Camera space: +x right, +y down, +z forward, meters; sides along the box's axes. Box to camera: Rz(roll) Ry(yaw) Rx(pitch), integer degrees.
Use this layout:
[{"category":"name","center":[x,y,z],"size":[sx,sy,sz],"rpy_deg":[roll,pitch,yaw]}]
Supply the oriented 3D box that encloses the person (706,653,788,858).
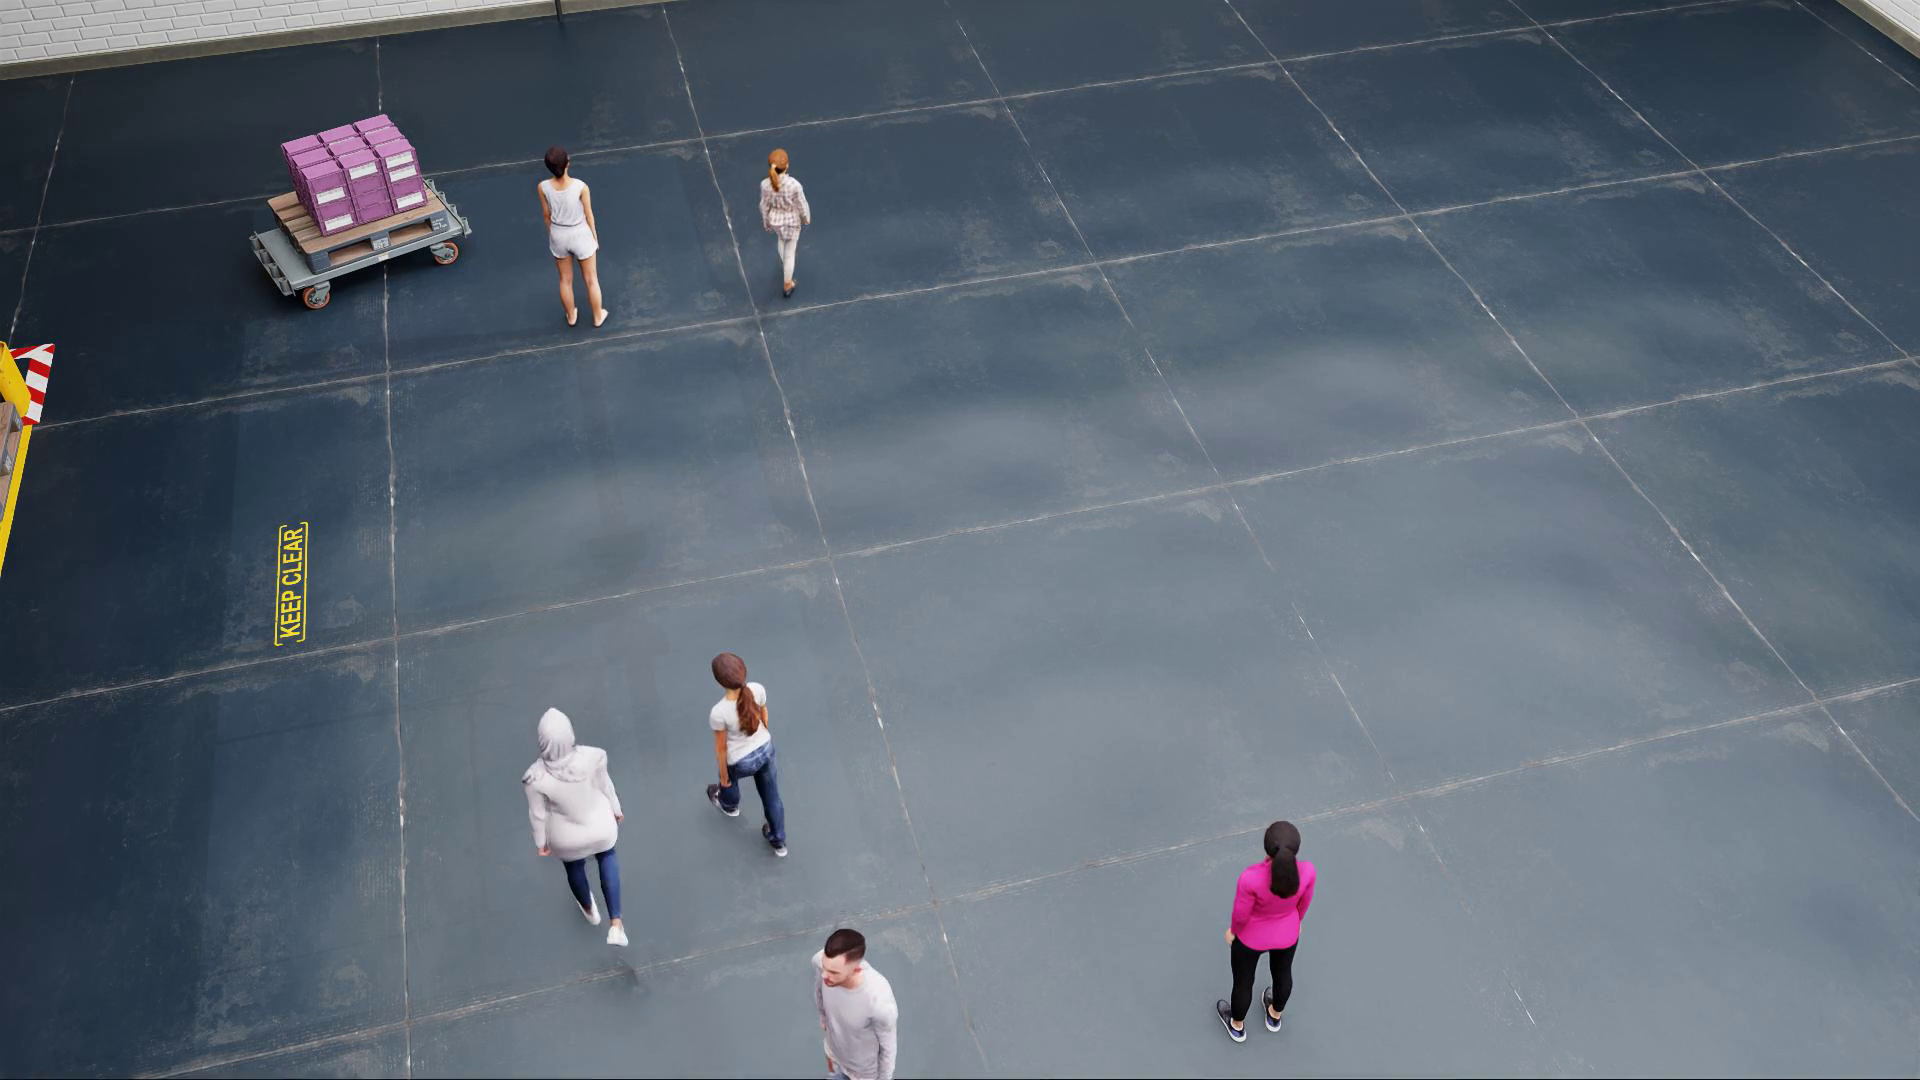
[{"category":"person","center":[-1.176,1.272,9.511],"size":[0.791,1.531,0.993],"rpy_deg":[-27,50,-26]}]

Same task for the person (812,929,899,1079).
[{"category":"person","center":[-0.490,2.424,8.080],"size":[0.746,1.836,0.864],"rpy_deg":[31,52,29]}]

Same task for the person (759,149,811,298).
[{"category":"person","center":[-1.469,-2.593,13.741],"size":[0.737,1.292,0.844],"rpy_deg":[12,45,12]}]

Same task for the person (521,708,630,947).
[{"category":"person","center":[-2.019,1.606,8.992],"size":[0.695,1.763,0.886],"rpy_deg":[-18,47,-18]}]

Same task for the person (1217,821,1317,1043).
[{"category":"person","center":[1.589,2.033,8.589],"size":[0.581,1.700,0.557],"rpy_deg":[-8,44,-8]}]

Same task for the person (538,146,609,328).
[{"category":"person","center":[-3.117,-2.422,13.332],"size":[0.608,1.609,0.594],"rpy_deg":[0,44,0]}]
